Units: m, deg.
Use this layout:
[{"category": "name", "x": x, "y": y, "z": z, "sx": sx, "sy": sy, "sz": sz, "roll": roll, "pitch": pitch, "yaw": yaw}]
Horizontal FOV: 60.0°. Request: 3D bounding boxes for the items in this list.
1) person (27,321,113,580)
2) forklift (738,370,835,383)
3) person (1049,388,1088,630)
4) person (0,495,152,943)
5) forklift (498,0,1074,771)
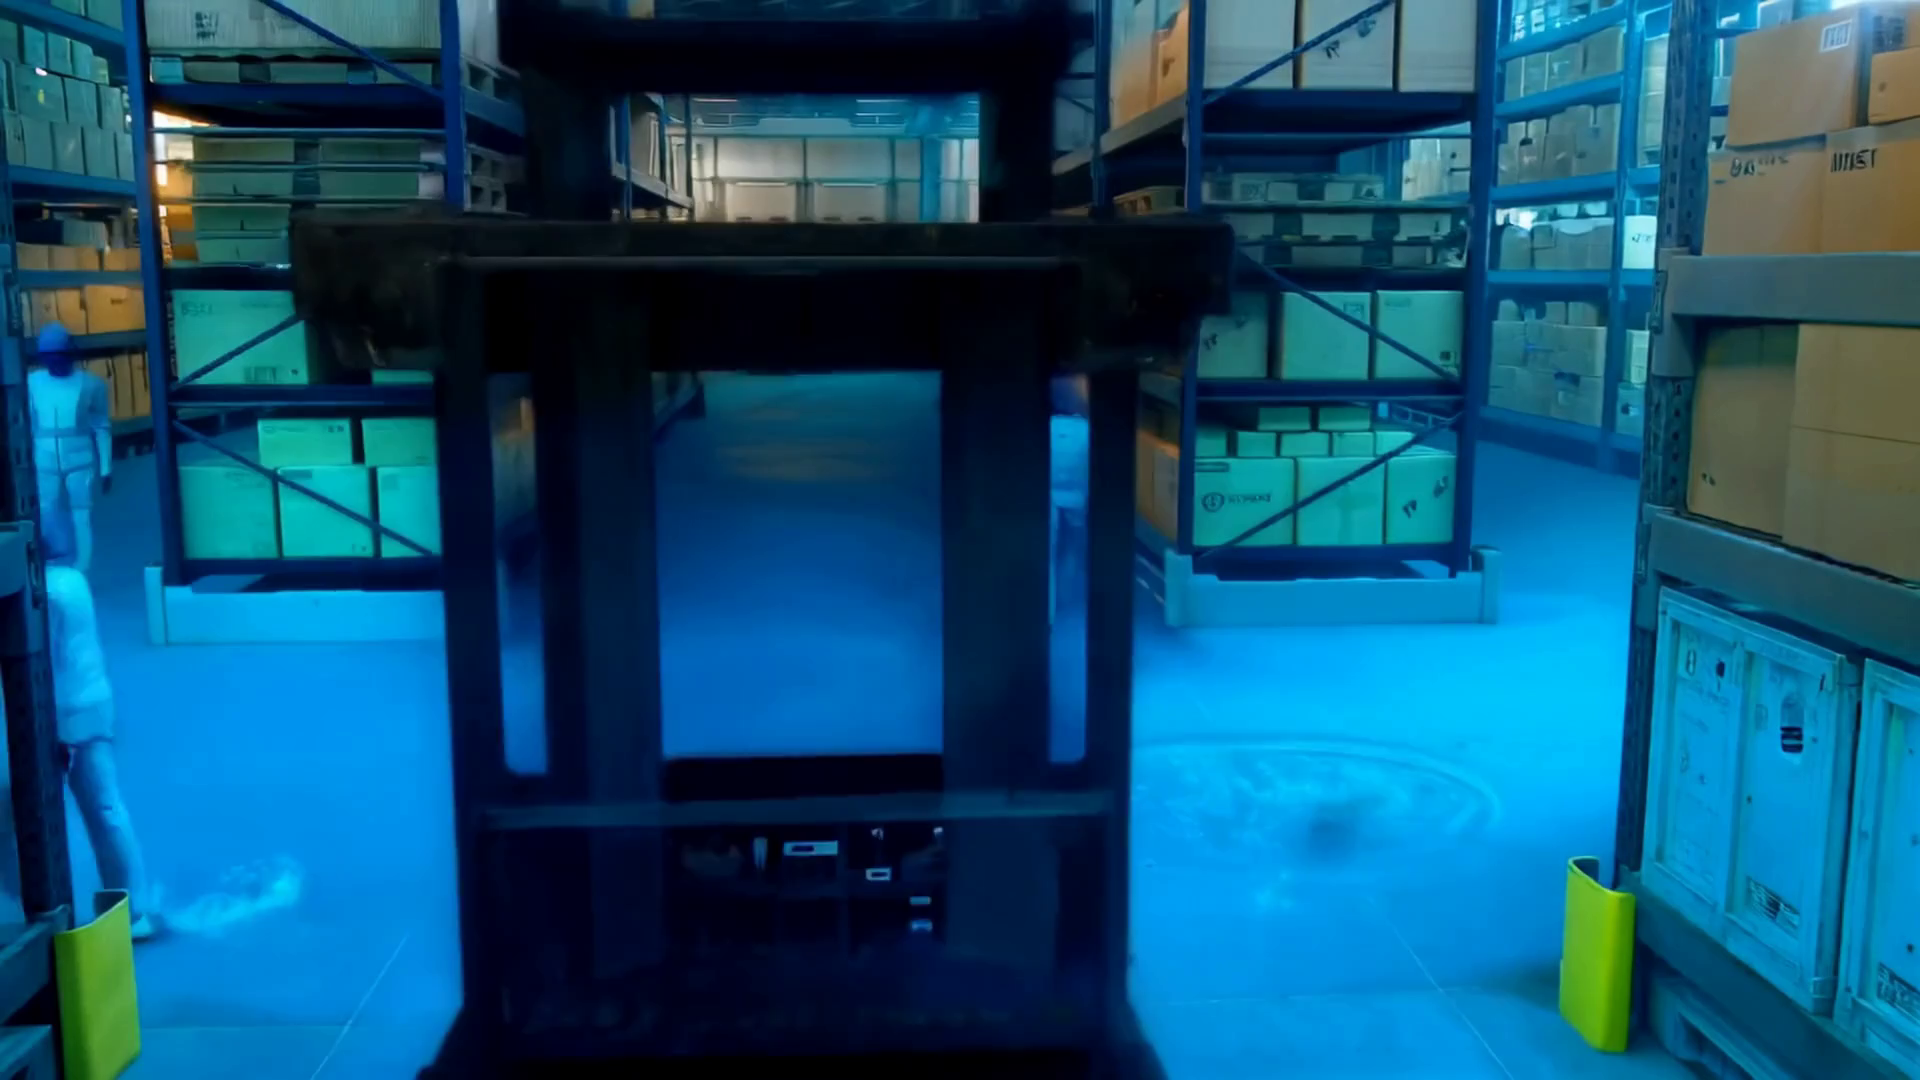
[{"category": "person", "x": -6.425, "y": -0.552, "z": 11.954, "sx": 0.638, "sy": 2.029, "sz": 0.439, "roll": -2, "pitch": 9, "yaw": -11}, {"category": "forklift", "x": -3.829, "y": -4.864, "z": 36.372, "sx": 1.873, "sy": 2.768, "sz": 1.129, "roll": -5, "pitch": 10, "yaw": -30}, {"category": "person", "x": 0.671, "y": -0.216, "z": 11.169, "sx": 0.533, "sy": 1.604, "sz": 0.795, "roll": 0, "pitch": 9, "yaw": 0}, {"category": "person", "x": -3.139, "y": 0.651, "z": 5.691, "sx": 0.631, "sy": 1.612, "sz": 0.542, "roll": -2, "pitch": 9, "yaw": -14}, {"category": "forklift", "x": -0.286, "y": 0.442, "z": 3.054, "sx": 1.129, "sy": 2.768, "sz": 1.873, "roll": -1, "pitch": 9, "yaw": -4}]
